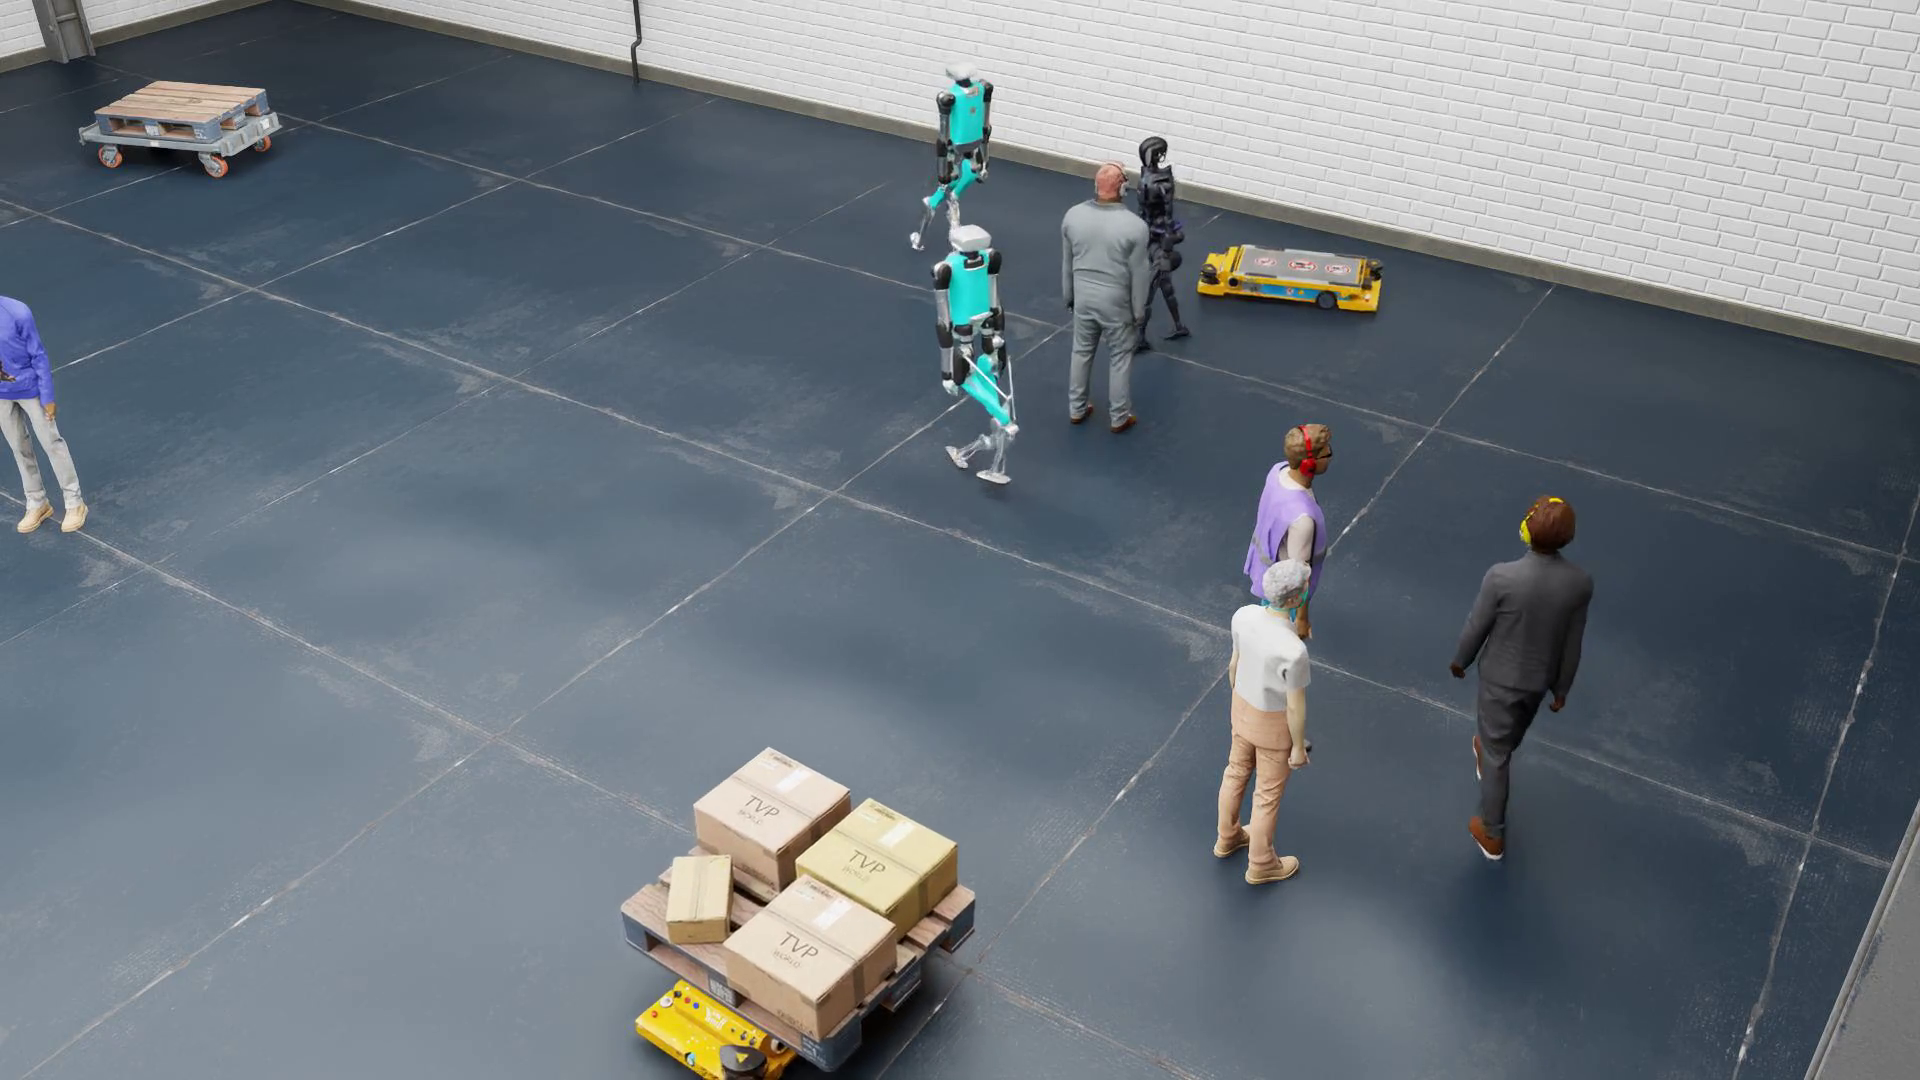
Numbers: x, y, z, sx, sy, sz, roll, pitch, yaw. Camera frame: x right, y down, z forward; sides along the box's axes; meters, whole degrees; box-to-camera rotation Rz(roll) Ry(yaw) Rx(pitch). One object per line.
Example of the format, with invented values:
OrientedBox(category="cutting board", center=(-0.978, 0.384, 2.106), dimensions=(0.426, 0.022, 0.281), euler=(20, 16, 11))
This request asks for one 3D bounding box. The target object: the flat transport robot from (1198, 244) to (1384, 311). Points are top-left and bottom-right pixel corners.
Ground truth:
OrientedBox(category="flat transport robot", center=(2.709, -2.150, 13.602), dimensions=(1.431, 0.231, 0.659), euler=(9, 34, 13))

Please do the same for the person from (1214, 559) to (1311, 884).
OrientedBox(category="person", center=(1.409, 0.825, 7.605), dimensions=(0.318, 1.747, 0.480), euler=(-19, 37, -26))

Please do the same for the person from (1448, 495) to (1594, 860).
OrientedBox(category="person", center=(2.614, 0.564, 7.923), dimensions=(0.518, 1.836, 0.929), euler=(0, 33, 0))

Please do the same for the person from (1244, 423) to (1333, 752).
OrientedBox(category="person", center=(1.642, 0.240, 8.420), dimensions=(0.390, 1.849, 0.563), euler=(-3, 33, -4))

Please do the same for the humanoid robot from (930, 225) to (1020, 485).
OrientedBox(category="humanoid robot", center=(0.196, -1.080, 10.572), dimensions=(0.561, 1.752, 0.917), euler=(-26, 41, -34))

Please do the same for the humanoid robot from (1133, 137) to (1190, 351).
OrientedBox(category="humanoid robot", center=(1.477, -2.219, 12.435), dimensions=(0.723, 1.620, 0.589), euler=(-10, 34, -15))

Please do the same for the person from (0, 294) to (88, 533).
OrientedBox(category="person", center=(-5.777, -0.895, 10.174), dimensions=(0.459, 1.868, 0.351), euler=(0, 33, 0))

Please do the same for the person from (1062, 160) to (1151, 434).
OrientedBox(category="person", center=(0.998, -1.642, 11.314), dimensions=(0.644, 1.896, 0.400), euler=(18, 37, 26))

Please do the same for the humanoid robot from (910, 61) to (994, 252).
OrientedBox(category="humanoid robot", center=(-0.138, -3.115, 13.819), dimensions=(0.546, 1.859, 0.840), euler=(-24, 40, -32))

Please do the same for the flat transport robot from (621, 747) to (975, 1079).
OrientedBox(category="flat transport robot", center=(-0.700, 1.839, 7.394), dimensions=(0.659, 0.231, 1.431), euler=(22, 39, 30))
